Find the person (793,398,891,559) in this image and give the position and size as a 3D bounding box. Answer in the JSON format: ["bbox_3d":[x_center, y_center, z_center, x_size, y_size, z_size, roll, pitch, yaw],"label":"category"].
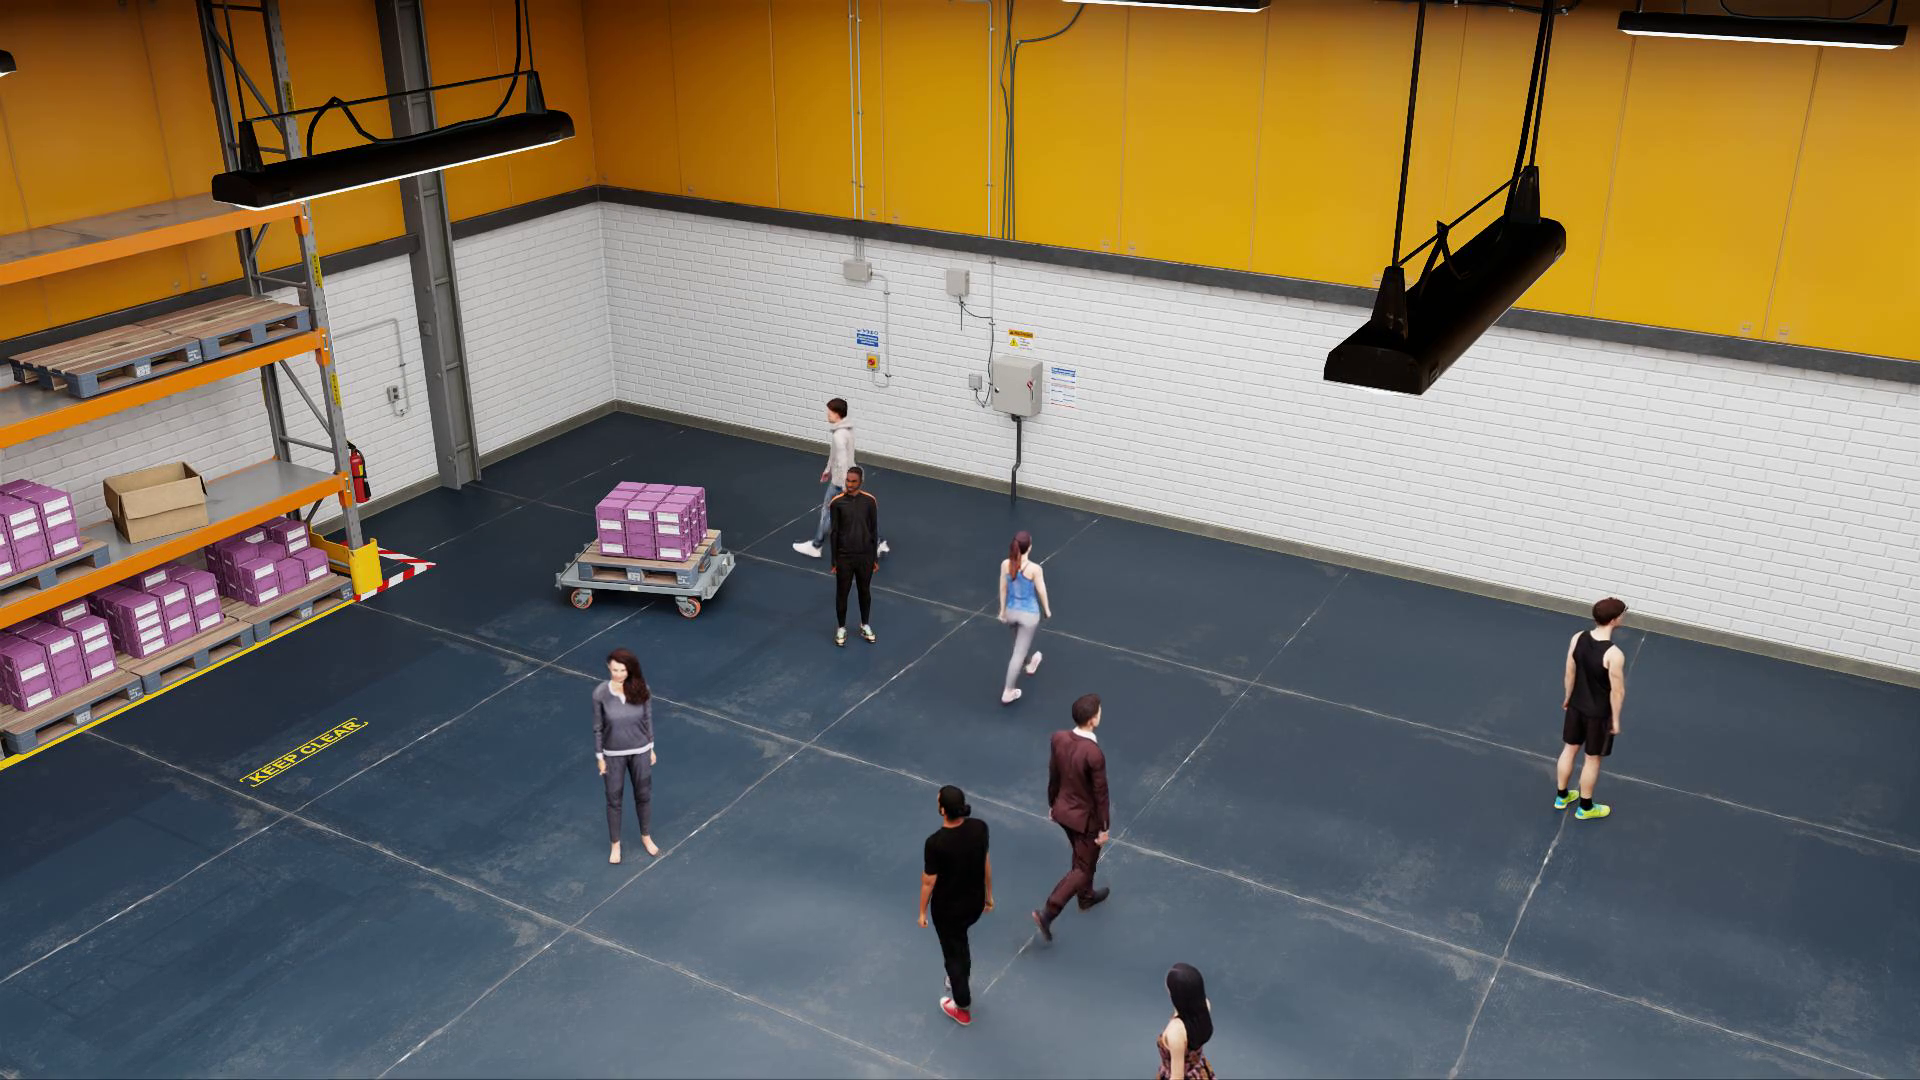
[{"bbox_3d":[-1.139,-0.619,17.711,1.128,1.799,1.305,1,24,3],"label":"person"}]

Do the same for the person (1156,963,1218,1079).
[{"bbox_3d":[1.240,3.089,9.261,0.707,1.774,0.587,13,27,28],"label":"person"}]

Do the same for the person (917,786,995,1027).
[{"bbox_3d":[0.036,2.412,10.846,0.746,1.744,0.841,-16,28,-33],"label":"person"}]

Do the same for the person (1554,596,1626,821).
[{"bbox_3d":[4.993,1.322,13.154,0.756,1.892,0.770,-14,27,-29],"label":"person"}]

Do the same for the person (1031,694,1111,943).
[{"bbox_3d":[0.796,1.966,11.743,1.216,1.842,0.932,-19,30,-37],"label":"person"}]

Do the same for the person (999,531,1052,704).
[{"bbox_3d":[0.522,0.717,14.938,0.615,1.572,1.040,15,28,31],"label":"person"}]

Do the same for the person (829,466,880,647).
[{"bbox_3d":[-1.015,0.133,15.982,0.698,1.807,0.748,-5,24,-11],"label":"person"}]

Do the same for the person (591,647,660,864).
[{"bbox_3d":[-2.549,1.607,12.655,0.653,1.770,0.749,-10,26,-22],"label":"person"}]
